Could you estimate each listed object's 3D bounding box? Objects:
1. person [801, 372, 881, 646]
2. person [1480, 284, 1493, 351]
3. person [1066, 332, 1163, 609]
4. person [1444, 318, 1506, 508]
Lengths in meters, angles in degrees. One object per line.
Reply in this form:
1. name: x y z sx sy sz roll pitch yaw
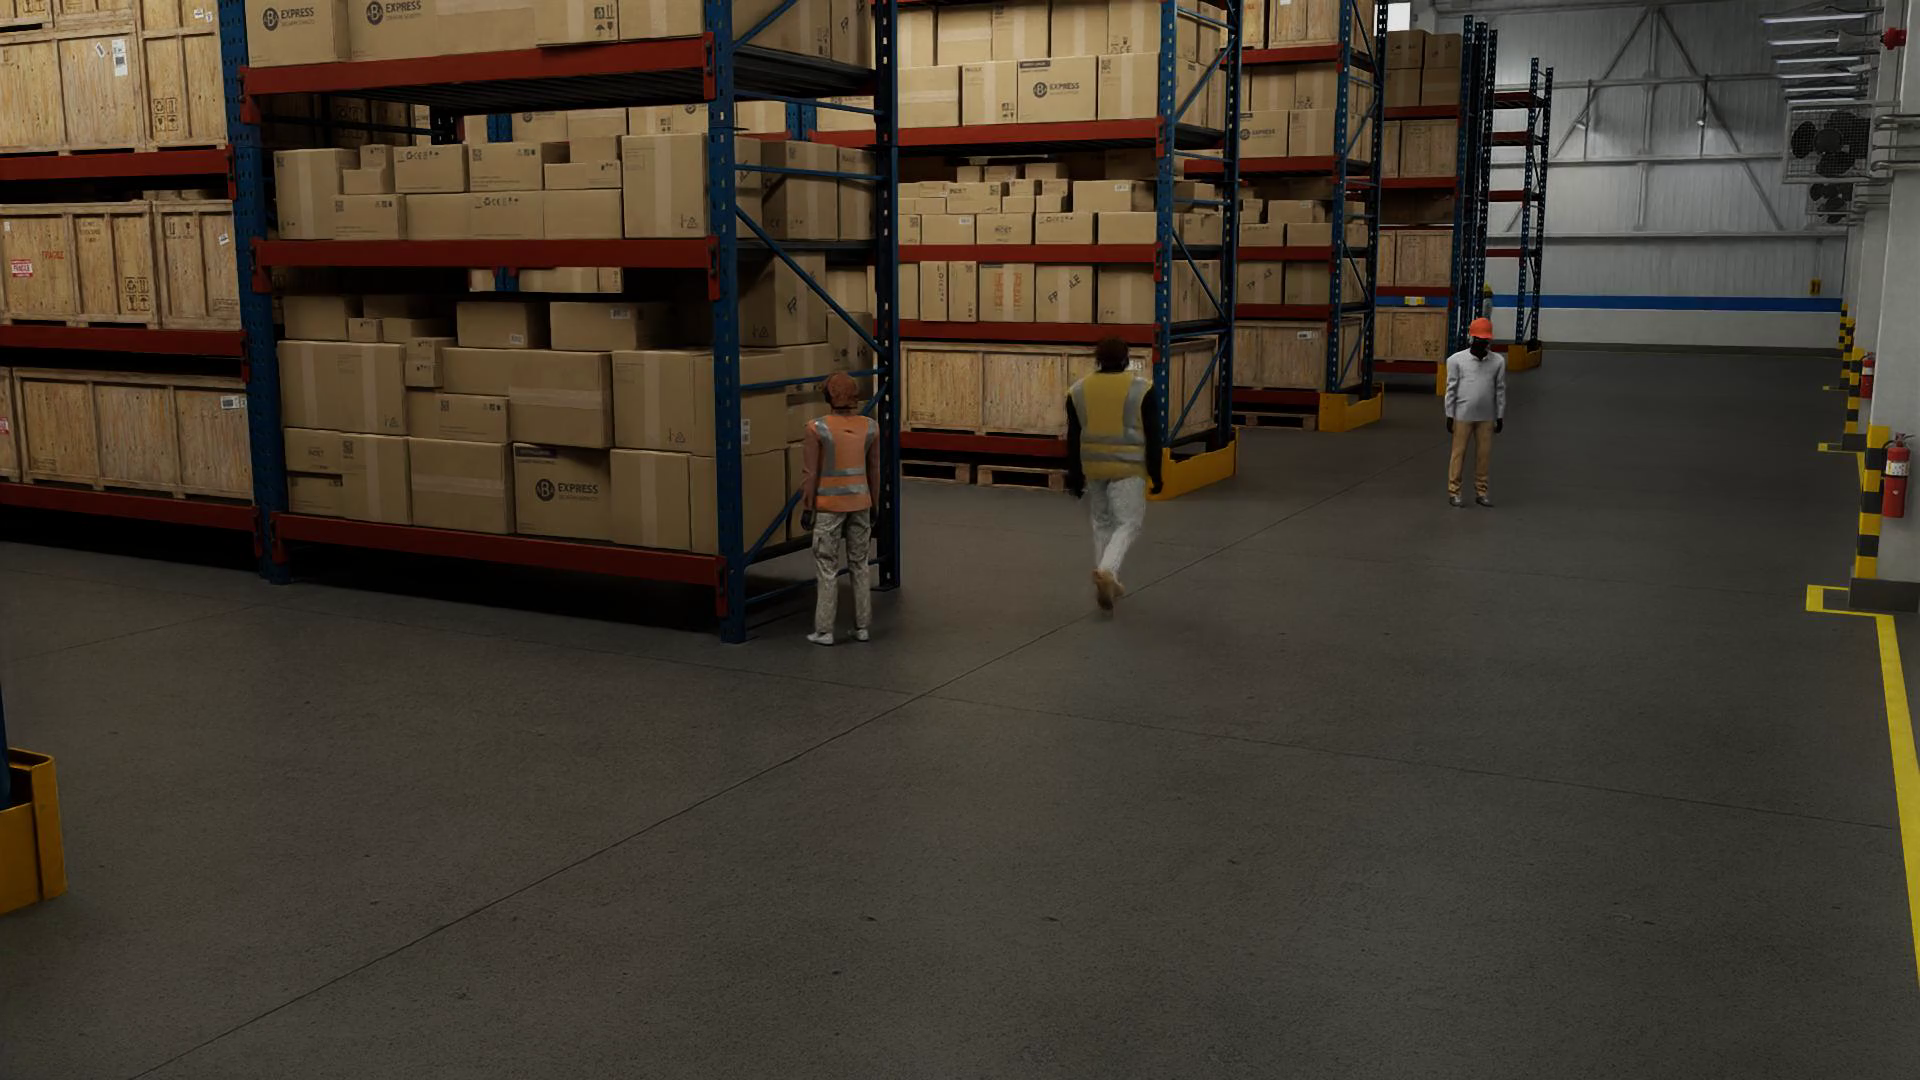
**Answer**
1. person: -0.700 -0.181 9.912 0.525 1.632 0.312 -6 12 -32
2. person: 10.212 -4.116 32.397 0.319 1.737 0.485 6 11 29
3. person: 0.992 -0.451 10.942 0.632 1.817 0.758 5 11 27
4. person: 4.726 -1.163 15.256 0.564 1.745 0.349 0 10 -2
